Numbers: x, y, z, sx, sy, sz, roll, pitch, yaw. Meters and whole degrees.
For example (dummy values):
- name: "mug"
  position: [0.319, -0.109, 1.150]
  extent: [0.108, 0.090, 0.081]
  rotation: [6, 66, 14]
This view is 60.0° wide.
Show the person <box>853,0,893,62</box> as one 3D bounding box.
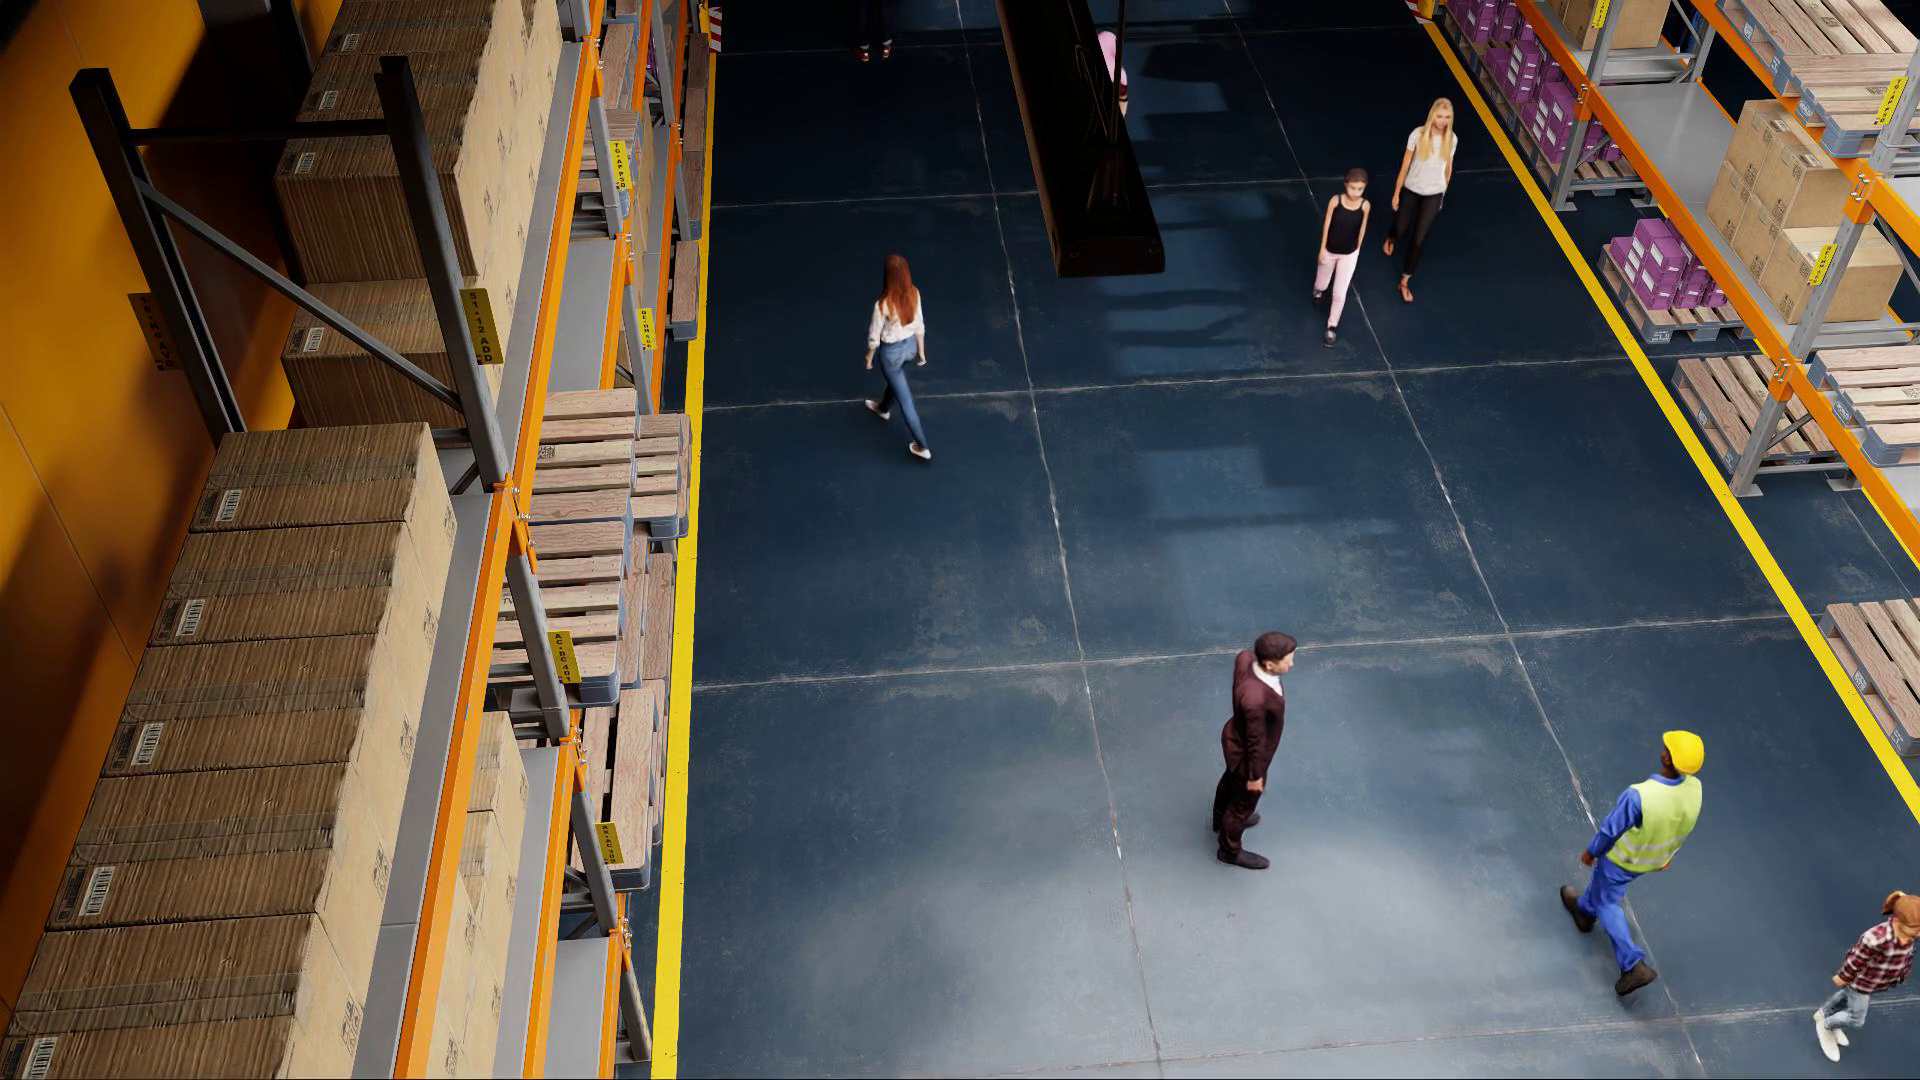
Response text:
- name: "person"
  position: [-0.925, -5.838, 17.122]
  extent: [0.745, 1.819, 0.682]
  rotation: [-13, 45, -13]

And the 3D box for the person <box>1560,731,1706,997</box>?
- name: "person"
  position: [3.756, 1.774, 9.156]
  extent: [0.835, 1.785, 1.145]
  rotation: [-14, 45, -14]

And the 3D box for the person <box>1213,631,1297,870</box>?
- name: "person"
  position: [1.682, 1.202, 9.698]
  extent: [0.749, 1.864, 0.544]
  rotation: [0, 44, 0]

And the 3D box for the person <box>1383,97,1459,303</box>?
- name: "person"
  position: [3.867, -2.954, 14.103]
  extent: [0.659, 1.806, 0.988]
  rotation: [0, 44, 0]

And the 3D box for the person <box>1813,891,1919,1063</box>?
- name: "person"
  position: [4.865, 2.275, 8.983]
  extent: [0.597, 1.297, 0.603]
  rotation: [-15, 46, -15]

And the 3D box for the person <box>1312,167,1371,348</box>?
- name: "person"
  position: [3.115, -2.409, 13.720]
  extent: [0.677, 1.546, 0.991]
  rotation: [7, 44, 8]

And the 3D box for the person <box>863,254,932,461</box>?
- name: "person"
  position: [-0.419, -1.345, 12.500]
  extent: [1.005, 1.687, 1.183]
  rotation: [-29, 51, -27]

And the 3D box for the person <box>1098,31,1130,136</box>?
- name: "person"
  position: [1.293, -3.879, 15.195]
  extent: [0.768, 1.639, 0.767]
  rotation: [14, 45, 14]
